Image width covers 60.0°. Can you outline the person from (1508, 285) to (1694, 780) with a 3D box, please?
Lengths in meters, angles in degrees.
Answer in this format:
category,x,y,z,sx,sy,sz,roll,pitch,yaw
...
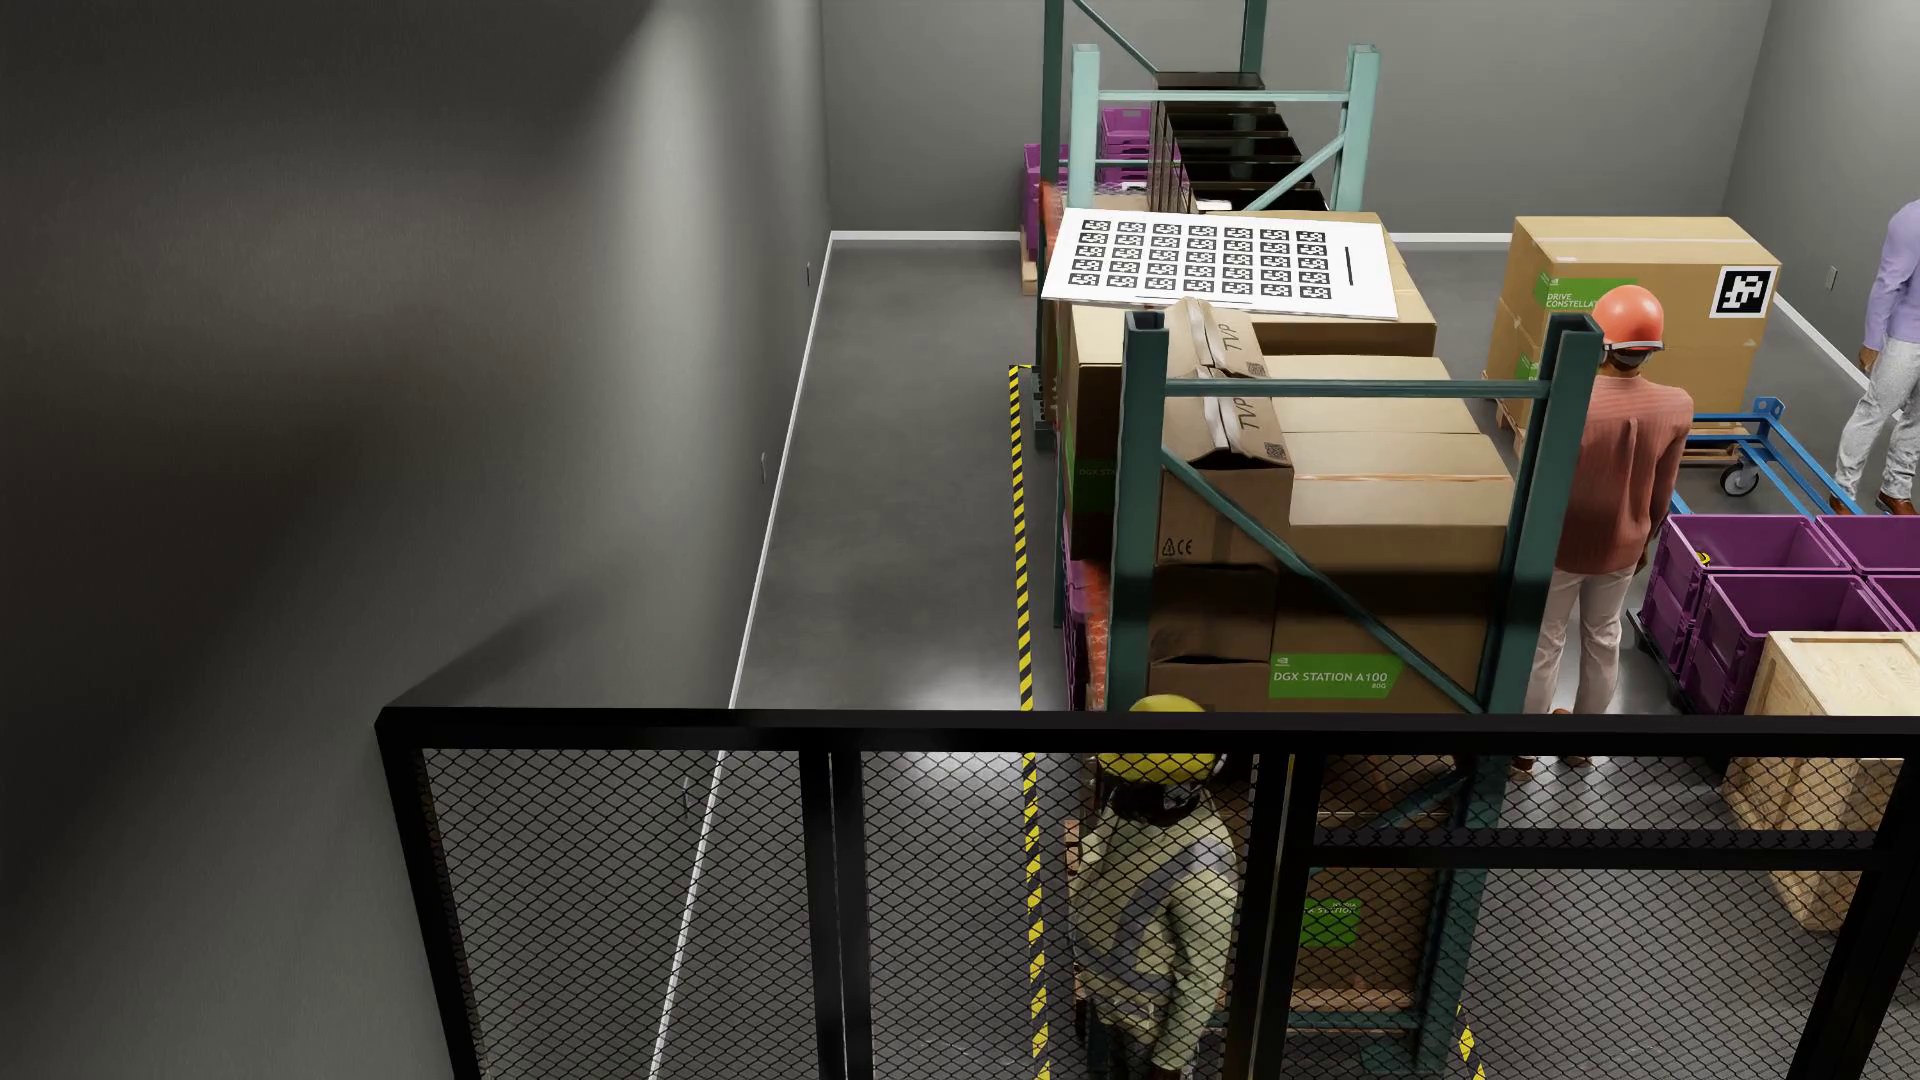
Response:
category,x,y,z,sx,sy,sz,roll,pitch,yaw
person,2.298,0.006,6.150,0.611,1.996,0.378,-7,32,-11

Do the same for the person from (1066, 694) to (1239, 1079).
category,x,y,z,sx,sy,sz,roll,pitch,yaw
person,0.483,1.153,4.399,0.404,1.836,0.586,-6,32,-10

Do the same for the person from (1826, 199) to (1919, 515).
category,x,y,z,sx,sy,sz,roll,pitch,yaw
person,4.526,-0.941,7.777,0.635,1.938,0.359,-1,31,-2
